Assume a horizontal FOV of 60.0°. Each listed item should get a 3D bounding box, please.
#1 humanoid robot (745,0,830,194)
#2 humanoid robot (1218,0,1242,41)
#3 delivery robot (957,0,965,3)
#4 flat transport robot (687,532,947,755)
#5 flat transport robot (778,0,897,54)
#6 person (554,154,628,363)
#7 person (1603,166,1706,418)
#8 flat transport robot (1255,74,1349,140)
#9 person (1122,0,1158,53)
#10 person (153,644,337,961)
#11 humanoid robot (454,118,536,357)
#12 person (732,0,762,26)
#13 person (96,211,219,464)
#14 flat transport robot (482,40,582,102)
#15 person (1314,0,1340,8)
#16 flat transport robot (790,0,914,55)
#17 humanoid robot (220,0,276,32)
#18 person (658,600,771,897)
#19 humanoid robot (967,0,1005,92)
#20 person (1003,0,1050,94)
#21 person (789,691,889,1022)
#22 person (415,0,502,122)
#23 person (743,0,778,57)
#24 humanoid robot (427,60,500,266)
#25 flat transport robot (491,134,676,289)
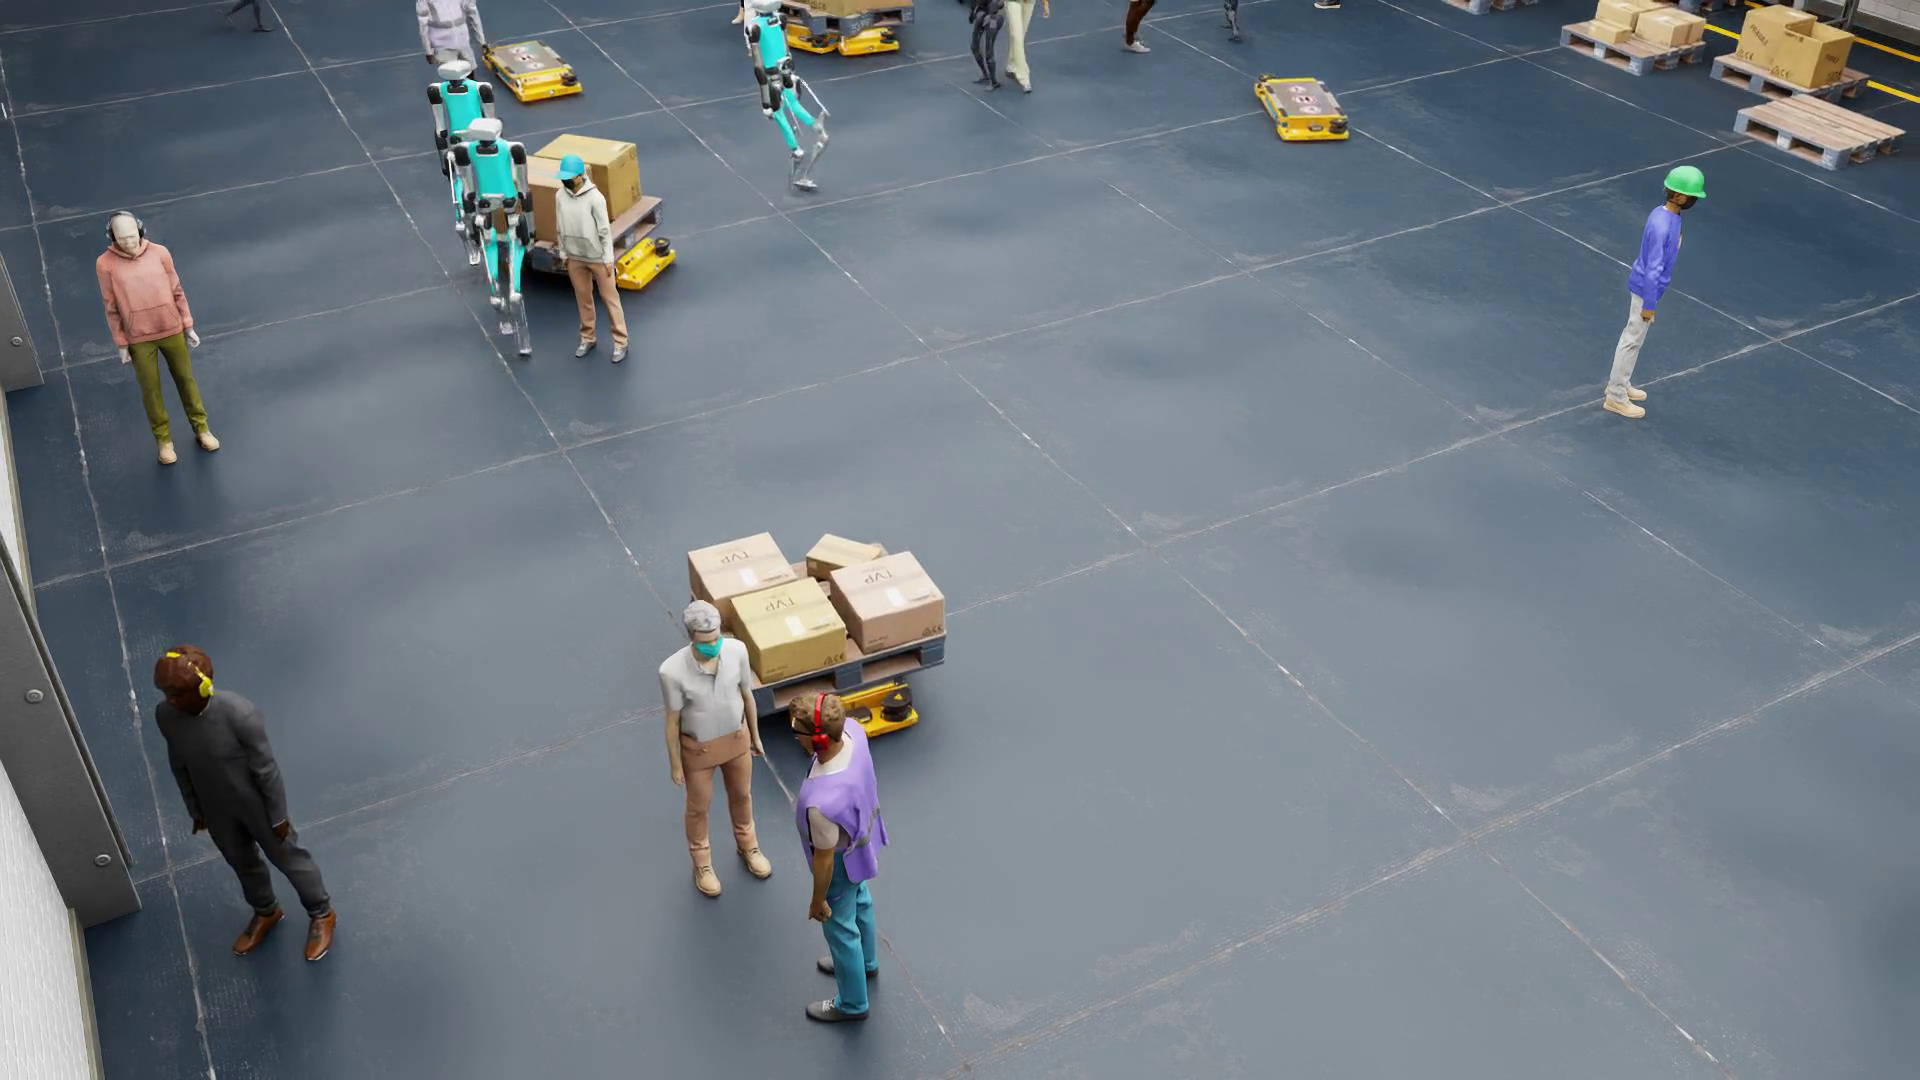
[{"bbox_3d":[-1.514,-4.001,15.199,0.749,1.834,0.542,17,39,23],"label":"humanoid robot"},{"bbox_3d":[3.105,-6.519,18.838,0.561,1.631,0.592,29,44,34],"label":"humanoid robot"},{"bbox_3d":[0.285,-6.859,20.252,0.499,0.586,0.765,9,36,13],"label":"delivery robot"},{"bbox_3d":[-0.825,0.681,9.743,0.659,0.231,1.431,-15,38,-20],"label":"flat transport robot"},{"bbox_3d":[-1.409,-5.936,19.191,0.659,0.231,1.431,22,40,28],"label":"flat transport robot"},{"bbox_3d":[-2.808,-2.110,12.514,0.456,1.667,0.386,10,36,14],"label":"person"},{"bbox_3d":[4.941,-1.778,11.861,0.352,1.871,0.458,14,38,20],"label":"person"},{"bbox_3d":[3.495,-4.441,17.056,0.659,0.231,1.431,-2,35,-3],"label":"flat transport robot"},{"bbox_3d":[1.981,-6.303,18.273,0.500,1.919,0.574,6,35,9],"label":"person"},{"bbox_3d":[-3.301,1.209,7.609,0.507,1.862,0.372,4,35,6],"label":"person"},{"bbox_3d":[-3.519,-2.216,12.636,0.530,1.815,0.847,-1,35,-2],"label":"humanoid robot"},{"bbox_3d":[-2.448,-6.751,19.108,0.533,1.698,0.318,19,39,25],"label":"person"},{"bbox_3d":[-5.503,-1.407,11.362,0.521,1.833,0.368,-21,40,-28],"label":"person"},{"bbox_3d":[-4.644,-5.086,17.978,0.659,0.231,1.431,-18,39,-24],"label":"flat transport robot"},{"bbox_3d":[4.482,-7.318,19.687,0.368,1.966,0.602,6,35,8],"label":"person"},{"bbox_3d":[-1.239,-5.916,19.163,0.659,0.231,1.431,-12,37,-16],"label":"flat transport robot"},{"bbox_3d":[-8.285,-6.611,18.937,0.537,1.625,0.608,-5,35,-7],"label":"humanoid robot"},{"bbox_3d":[-1.188,0.989,8.024,0.475,1.738,0.309,-19,39,-24],"label":"person"},{"bbox_3d":[0.274,-5.535,17.397,0.328,1.648,0.589,-17,39,-23],"label":"humanoid robot"},{"bbox_3d":[0.655,-5.593,17.366,0.568,1.798,0.845,-11,37,-16],"label":"person"},{"bbox_3d":[-0.522,1.404,7.349,0.391,1.837,0.557,7,36,10],"label":"person"},{"bbox_3d":[-4.896,-4.886,16.268,0.706,1.922,0.422,-24,42,-30],"label":"person"},{"bbox_3d":[-2.209,-6.244,18.232,0.578,1.877,0.349,3,35,4],"label":"person"},{"bbox_3d":[-4.045,-3.023,13.636,0.533,1.677,0.735,-1,35,-1],"label":"humanoid robot"},{"bbox_3d":[-3.227,-2.450,14.214,1.431,0.231,0.659,11,37,15],"label":"flat transport robot"}]
